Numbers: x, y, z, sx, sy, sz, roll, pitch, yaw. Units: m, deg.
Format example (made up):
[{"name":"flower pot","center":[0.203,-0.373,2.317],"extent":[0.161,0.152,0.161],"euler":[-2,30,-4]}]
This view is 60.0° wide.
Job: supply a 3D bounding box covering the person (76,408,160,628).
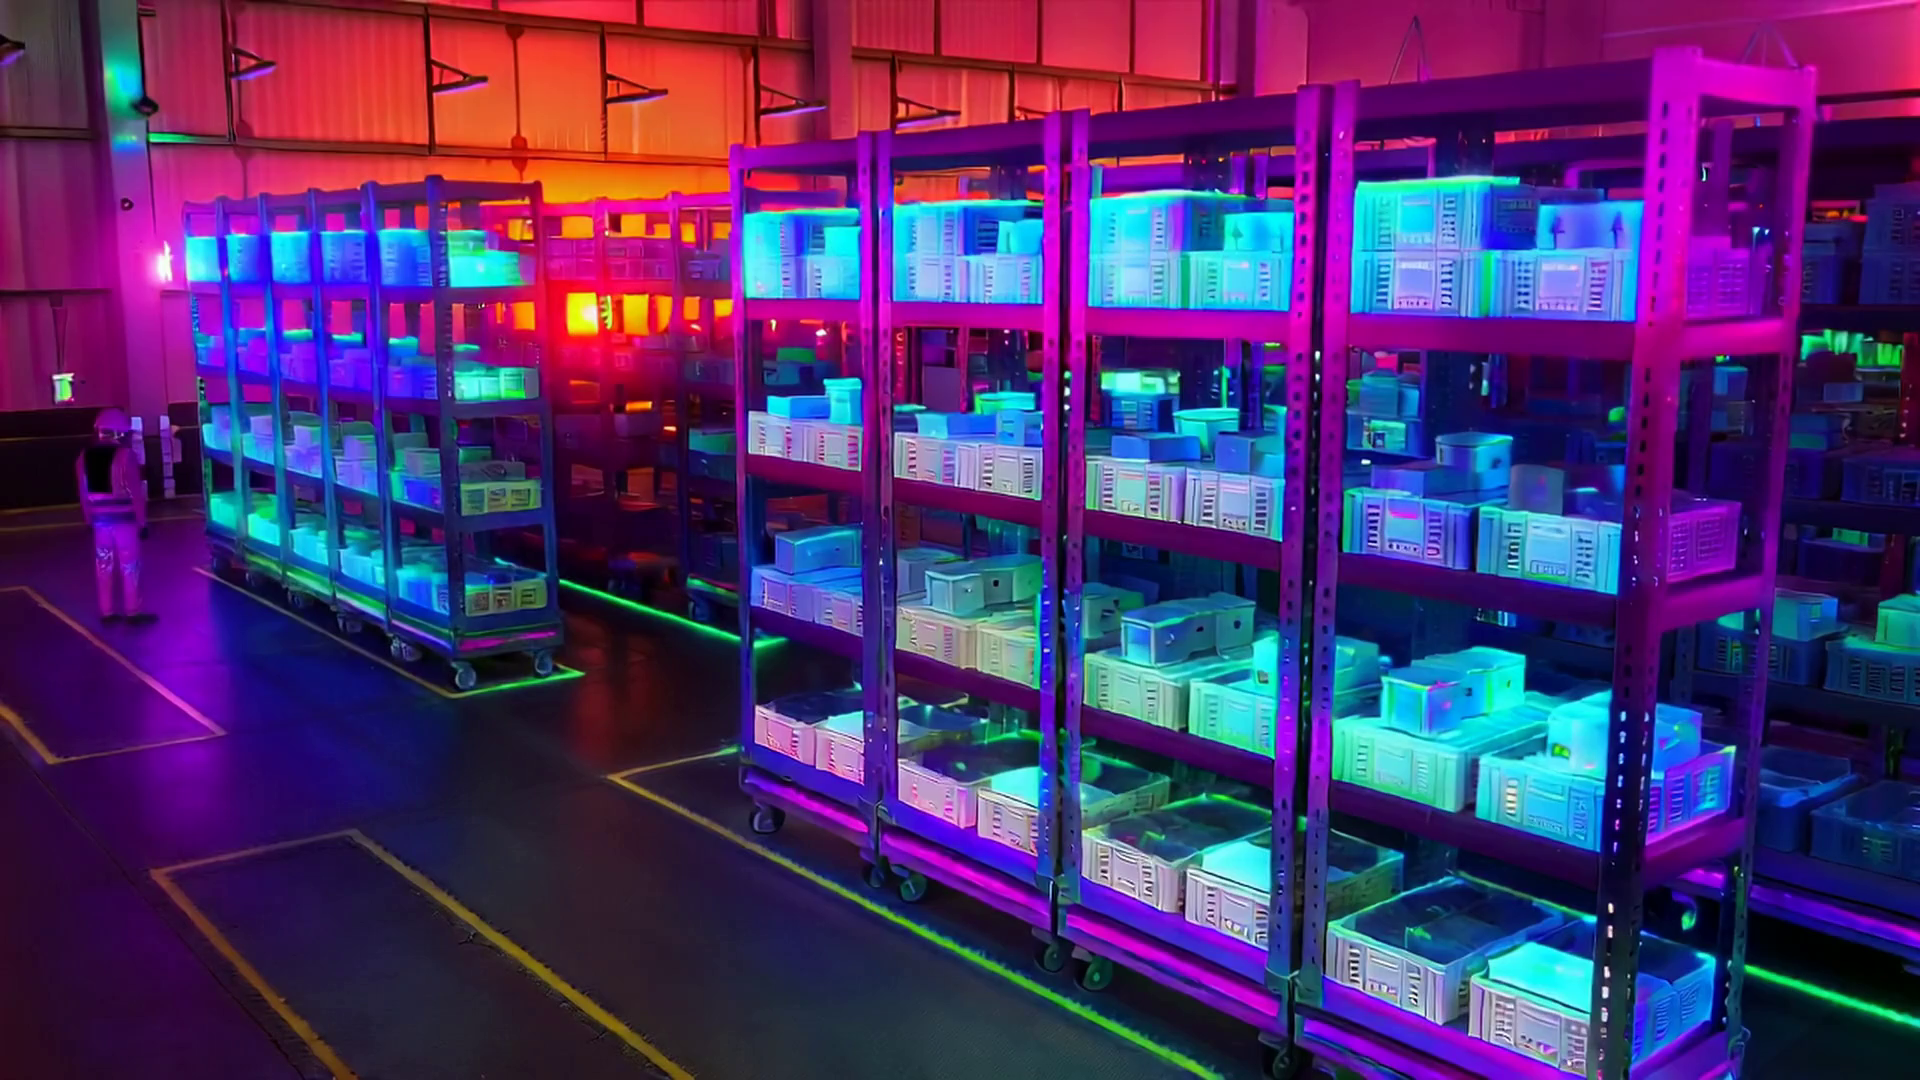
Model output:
[{"name":"person","center":[-7.006,-0.183,13.833],"extent":[0.594,1.832,0.403],"euler":[3,10,15]}]
